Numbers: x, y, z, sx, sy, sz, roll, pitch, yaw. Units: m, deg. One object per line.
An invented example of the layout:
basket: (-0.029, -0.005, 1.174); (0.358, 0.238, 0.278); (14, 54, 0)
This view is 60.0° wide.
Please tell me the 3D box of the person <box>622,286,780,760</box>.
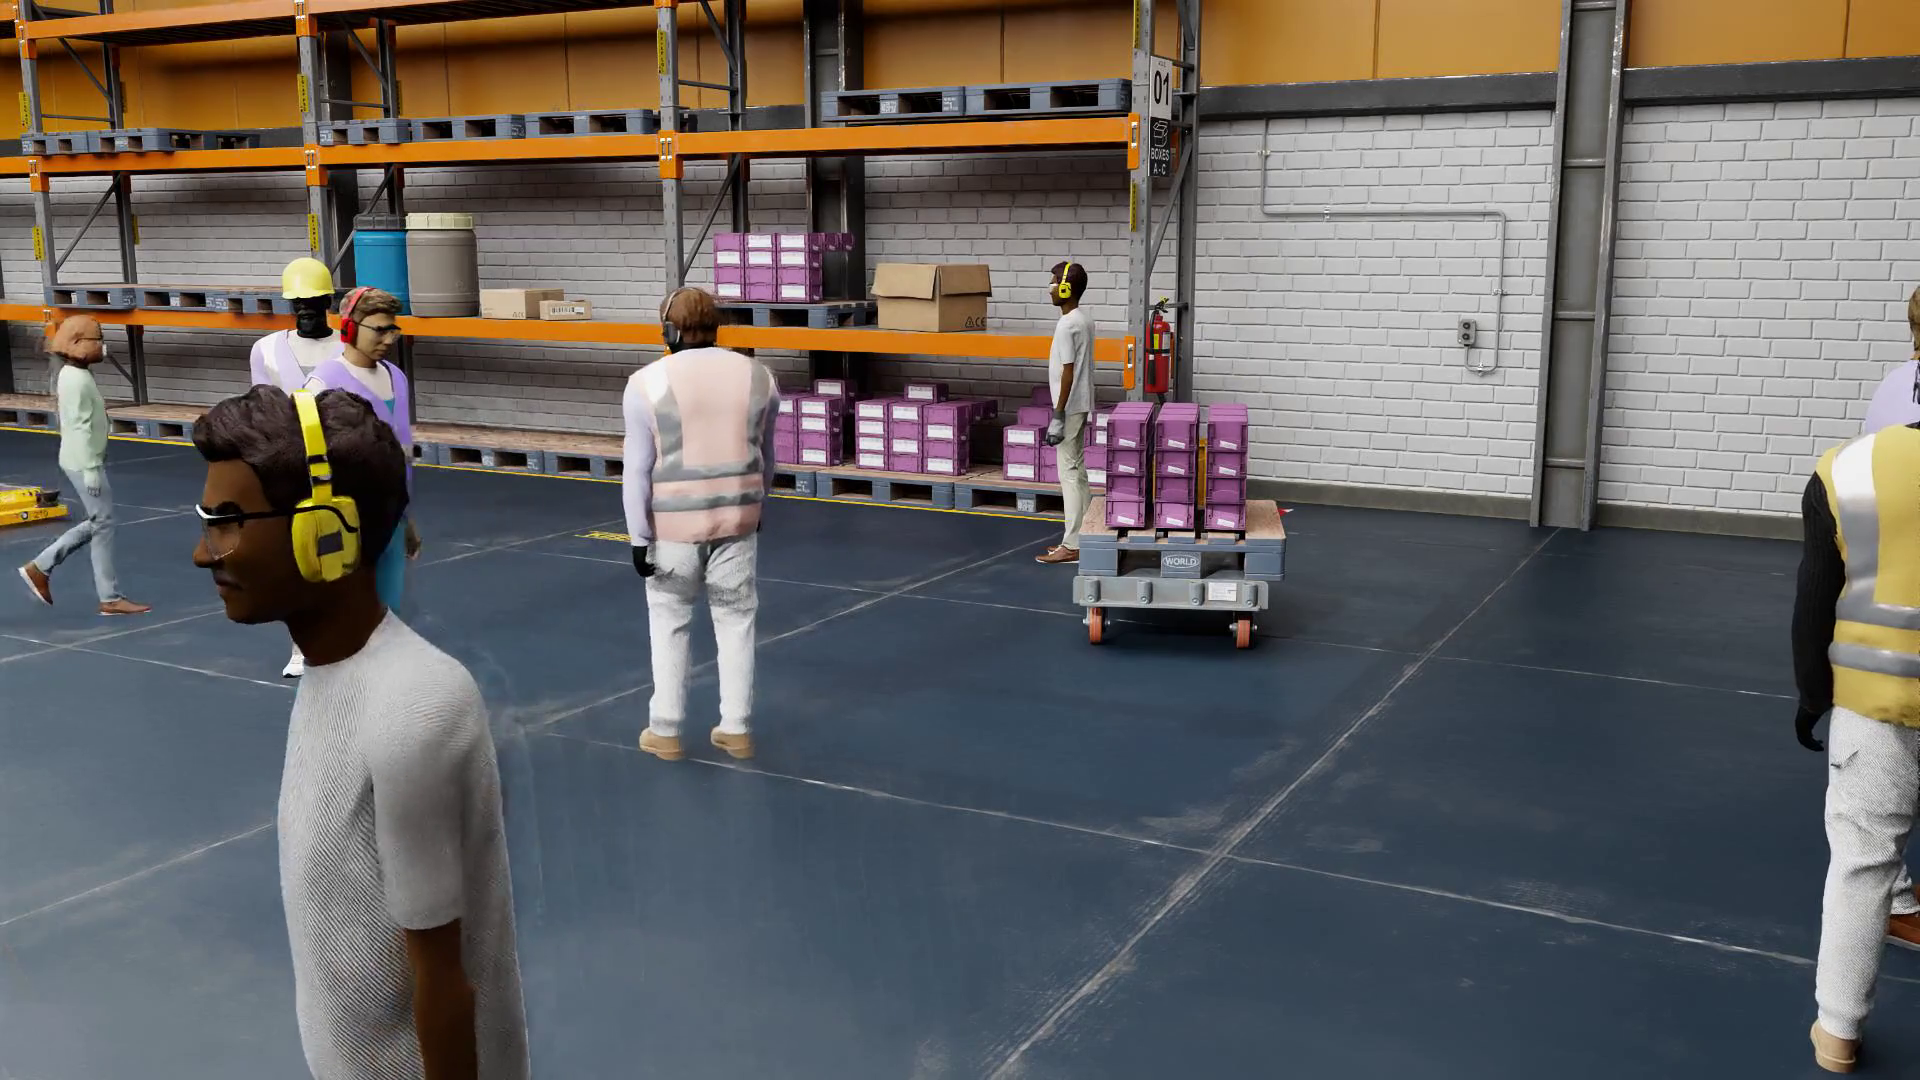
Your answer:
person: (-0.998, -0.054, 6.424); (0.643, 1.834, 0.457); (-5, 12, -28)

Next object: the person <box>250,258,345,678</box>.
person: (-2.944, -0.328, 7.682); (0.591, 1.927, 0.366); (-3, 11, -14)

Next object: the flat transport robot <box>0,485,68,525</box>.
flat transport robot: (-7.168, -0.272, 11.918); (1.431, 0.197, 0.652); (5, 12, 26)

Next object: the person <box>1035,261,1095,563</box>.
person: (0.666, -0.787, 10.357); (0.328, 1.872, 0.512); (4, 11, 19)

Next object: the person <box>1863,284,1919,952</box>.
person: (2.760, 0.195, 4.787); (0.372, 1.940, 0.632); (3, 11, 18)

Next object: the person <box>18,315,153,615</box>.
person: (-4.693, -0.380, 8.828); (0.547, 1.622, 0.507); (-5, 11, -25)

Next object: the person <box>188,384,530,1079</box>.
person: (-0.660, 0.724, 2.103); (0.481, 1.854, 0.558); (-6, 12, -30)

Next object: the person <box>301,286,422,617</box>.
person: (-2.284, -0.049, 6.399); (0.401, 1.836, 0.565); (2, 11, 12)

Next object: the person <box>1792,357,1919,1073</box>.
person: (2.309, 0.397, 3.942); (0.625, 1.843, 0.430); (7, 13, 35)
